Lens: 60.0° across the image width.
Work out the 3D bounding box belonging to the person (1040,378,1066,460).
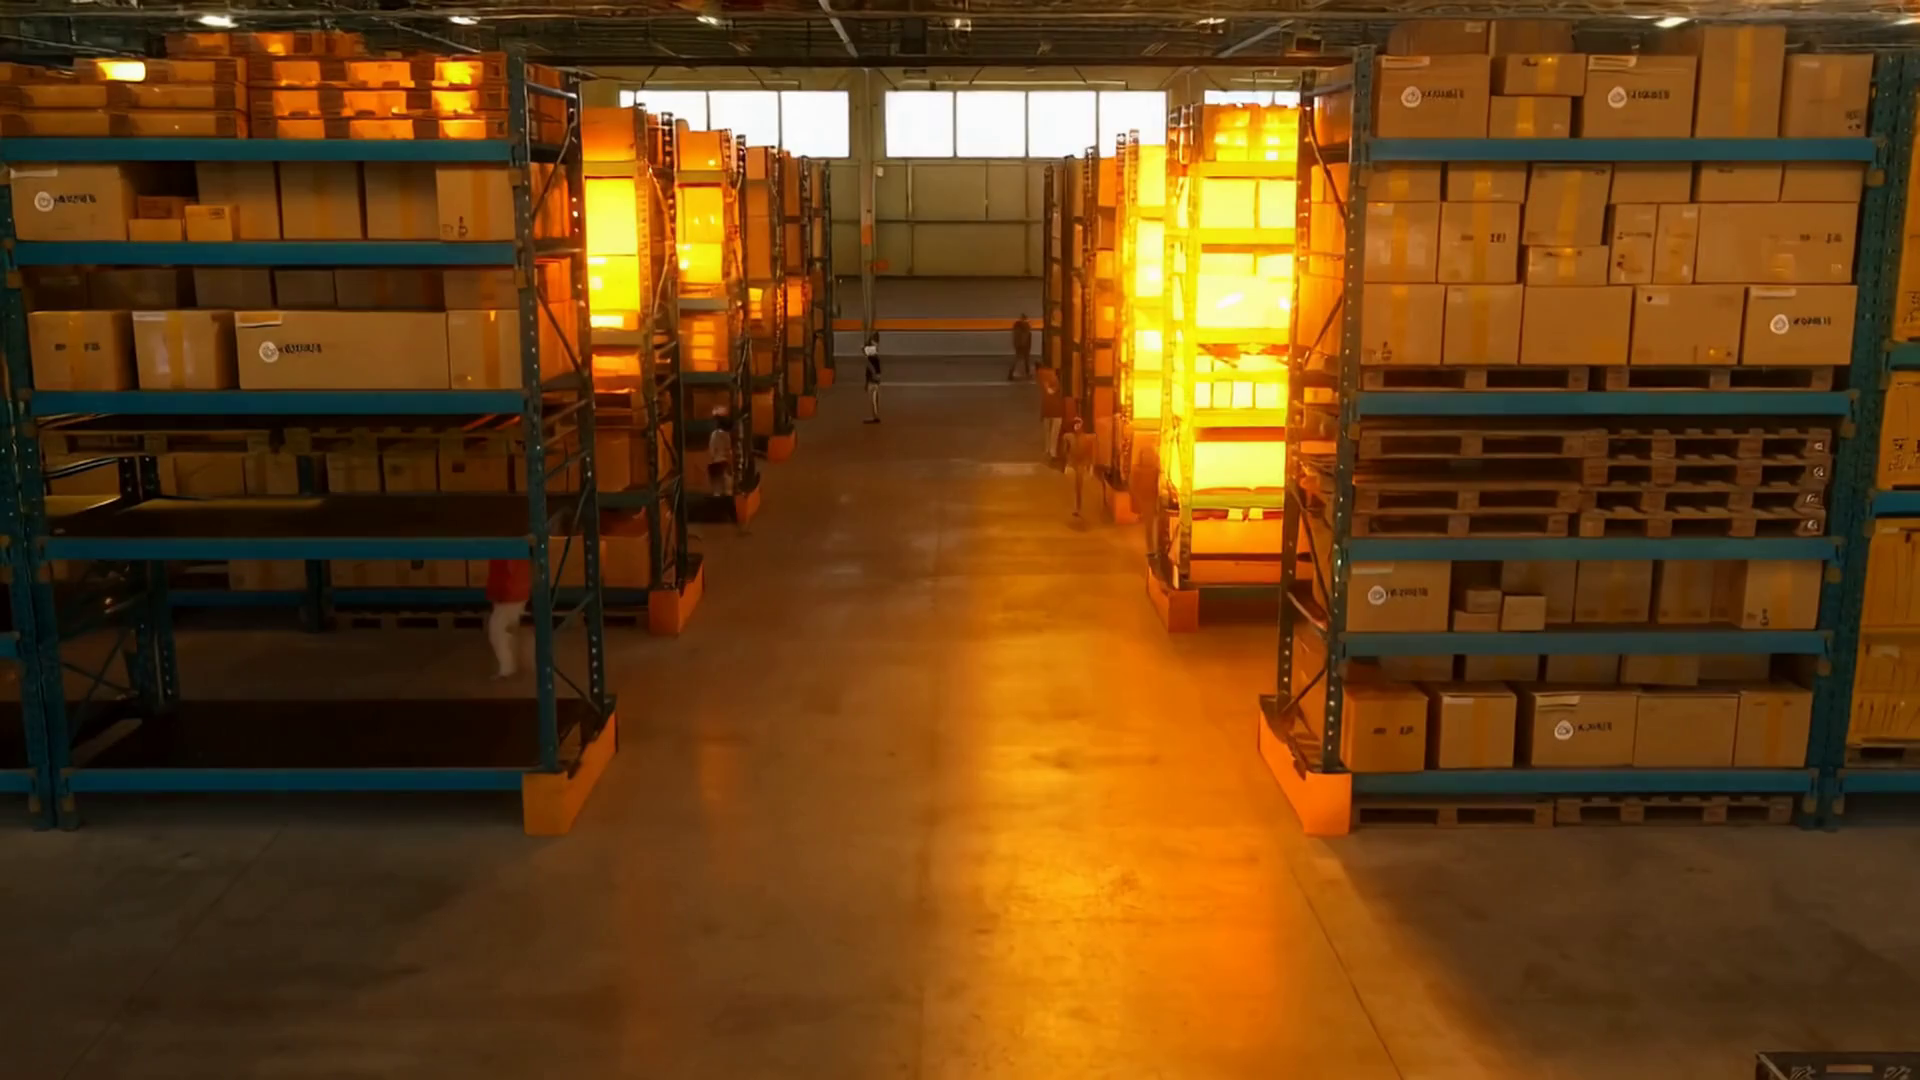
[{"bbox_3d":[1.830,-2.371,32.609,0.502,1.606,0.649,0,11,-2],"label":"person"}]

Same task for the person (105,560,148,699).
[{"bbox_3d":[-8.286,0.832,16.512,0.321,1.699,0.530,-11,16,-42],"label":"person"}]

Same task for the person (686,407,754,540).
[{"bbox_3d":[-3.648,-0.987,24.846,1.010,1.989,0.634,-3,12,-15],"label":"person"}]

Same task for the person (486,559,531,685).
[{"bbox_3d":[-4.722,0.596,17.404,0.429,1.834,0.640,3,12,16],"label":"person"}]

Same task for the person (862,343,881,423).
[{"bbox_3d":[-2.020,-3.588,38.059,0.390,1.846,0.565,5,12,22],"label":"person"}]

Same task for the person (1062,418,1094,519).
[{"bbox_3d":[1.877,-1.160,26.591,0.519,1.624,0.532,-1,11,-6],"label":"person"}]

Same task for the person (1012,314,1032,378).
[{"bbox_3d":[1.789,-5.605,48.048,0.638,1.862,0.987,4,12,19],"label":"person"}]

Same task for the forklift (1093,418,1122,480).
[{"bbox_3d":[3.399,-2.491,30.044,1.873,2.768,1.129,0,11,-1],"label":"forklift"}]

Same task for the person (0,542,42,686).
[{"bbox_3d":[-9.805,0.566,17.336,0.406,1.903,0.636,-9,15,-38],"label":"person"}]

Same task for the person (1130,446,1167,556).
[{"bbox_3d":[2.673,-0.553,23.624,0.534,1.591,0.459,1,11,5],"label":"person"}]
